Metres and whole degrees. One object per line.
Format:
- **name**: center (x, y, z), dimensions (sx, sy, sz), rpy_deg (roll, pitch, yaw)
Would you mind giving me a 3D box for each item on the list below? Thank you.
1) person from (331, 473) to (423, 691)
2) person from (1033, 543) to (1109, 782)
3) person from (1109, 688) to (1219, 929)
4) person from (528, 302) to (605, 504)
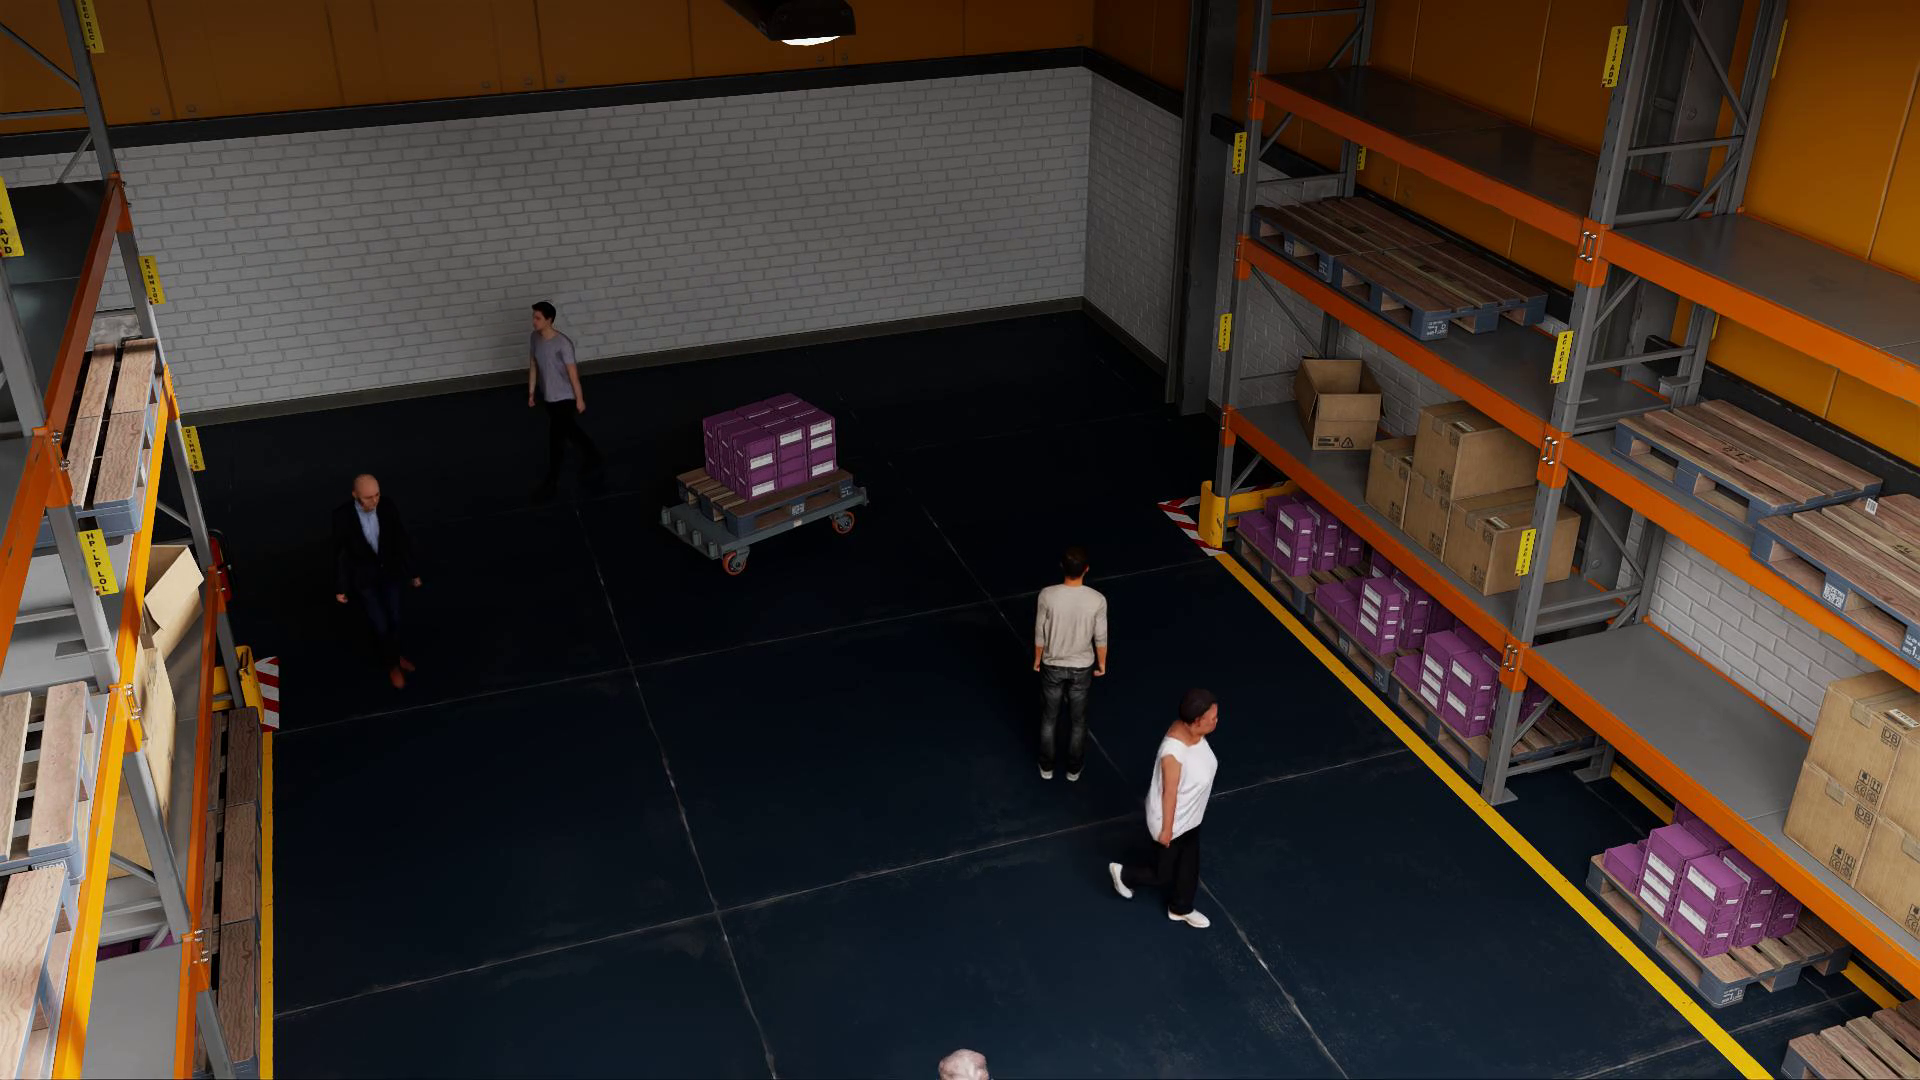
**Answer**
- **person**: center (-4.409, 0.260, 12.437), dimensions (0.876, 1.761, 0.868), rpy_deg (-25, 37, -37)
- **person**: center (0.735, 0.851, 11.306), dimensions (0.728, 1.805, 0.701), rpy_deg (3, 29, 5)
- **person**: center (1.260, 1.621, 10.047), dimensions (1.039, 1.660, 0.979), rpy_deg (14, 32, 24)
- **person**: center (-3.607, -1.319, 15.274), dimensions (1.241, 1.817, 1.160), rpy_deg (21, 35, 33)
